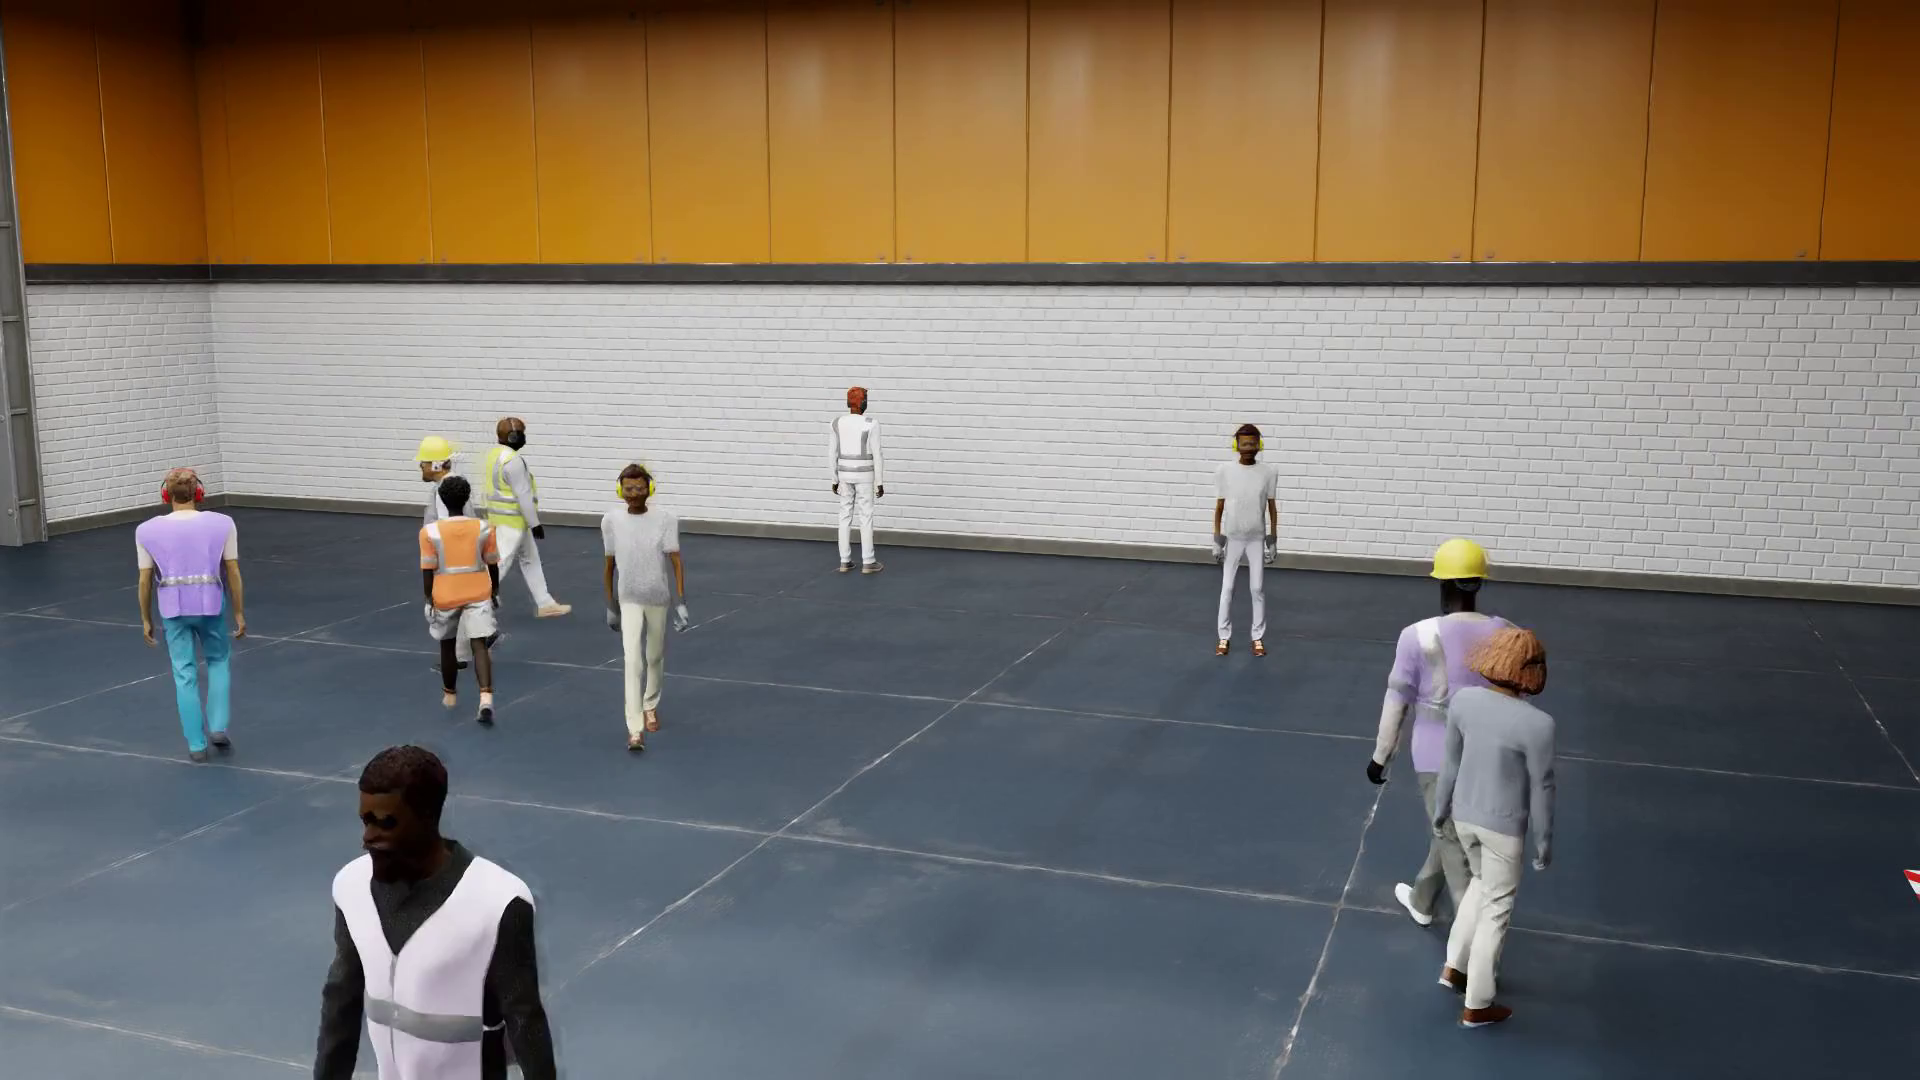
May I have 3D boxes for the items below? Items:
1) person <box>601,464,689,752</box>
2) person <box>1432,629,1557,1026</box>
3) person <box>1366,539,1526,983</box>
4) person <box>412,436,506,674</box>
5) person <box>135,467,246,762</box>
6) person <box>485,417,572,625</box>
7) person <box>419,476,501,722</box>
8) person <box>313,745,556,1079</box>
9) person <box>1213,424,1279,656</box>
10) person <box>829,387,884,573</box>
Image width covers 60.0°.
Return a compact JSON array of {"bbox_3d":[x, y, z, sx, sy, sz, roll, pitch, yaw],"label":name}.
[{"bbox_3d":[-2.023,0.414,10.693,0.535,1.818,0.974,-2,9,-11],"label":"person"},{"bbox_3d":[2.151,1.156,6.714,0.390,1.612,0.529,-6,11,-32],"label":"person"},{"bbox_3d":[2.155,0.928,7.319,0.604,1.876,0.984,-2,9,-14],"label":"person"},{"bbox_3d":[-3.820,0.112,12.574,0.537,1.813,0.613,-2,9,-15],"label":"person"},{"bbox_3d":[-4.779,0.458,10.357,0.595,1.831,0.531,-4,10,-26],"label":"person"},{"bbox_3d":[-3.887,-0.162,14.363,0.970,1.799,0.626,-4,10,-25],"label":"person"},{"bbox_3d":[-3.371,0.395,11.295,0.538,1.666,0.835,-4,10,-25],"label":"person"},{"bbox_3d":[-1.386,1.437,4.182,0.631,1.864,0.978,5,10,27],"label":"person"},{"bbox_3d":[2.258,0.001,13.142,0.507,1.859,0.351,1,9,7],"label":"person"},{"bbox_3d":[-1.040,-0.607,16.817,0.584,1.882,0.337,4,10,22],"label":"person"}]
